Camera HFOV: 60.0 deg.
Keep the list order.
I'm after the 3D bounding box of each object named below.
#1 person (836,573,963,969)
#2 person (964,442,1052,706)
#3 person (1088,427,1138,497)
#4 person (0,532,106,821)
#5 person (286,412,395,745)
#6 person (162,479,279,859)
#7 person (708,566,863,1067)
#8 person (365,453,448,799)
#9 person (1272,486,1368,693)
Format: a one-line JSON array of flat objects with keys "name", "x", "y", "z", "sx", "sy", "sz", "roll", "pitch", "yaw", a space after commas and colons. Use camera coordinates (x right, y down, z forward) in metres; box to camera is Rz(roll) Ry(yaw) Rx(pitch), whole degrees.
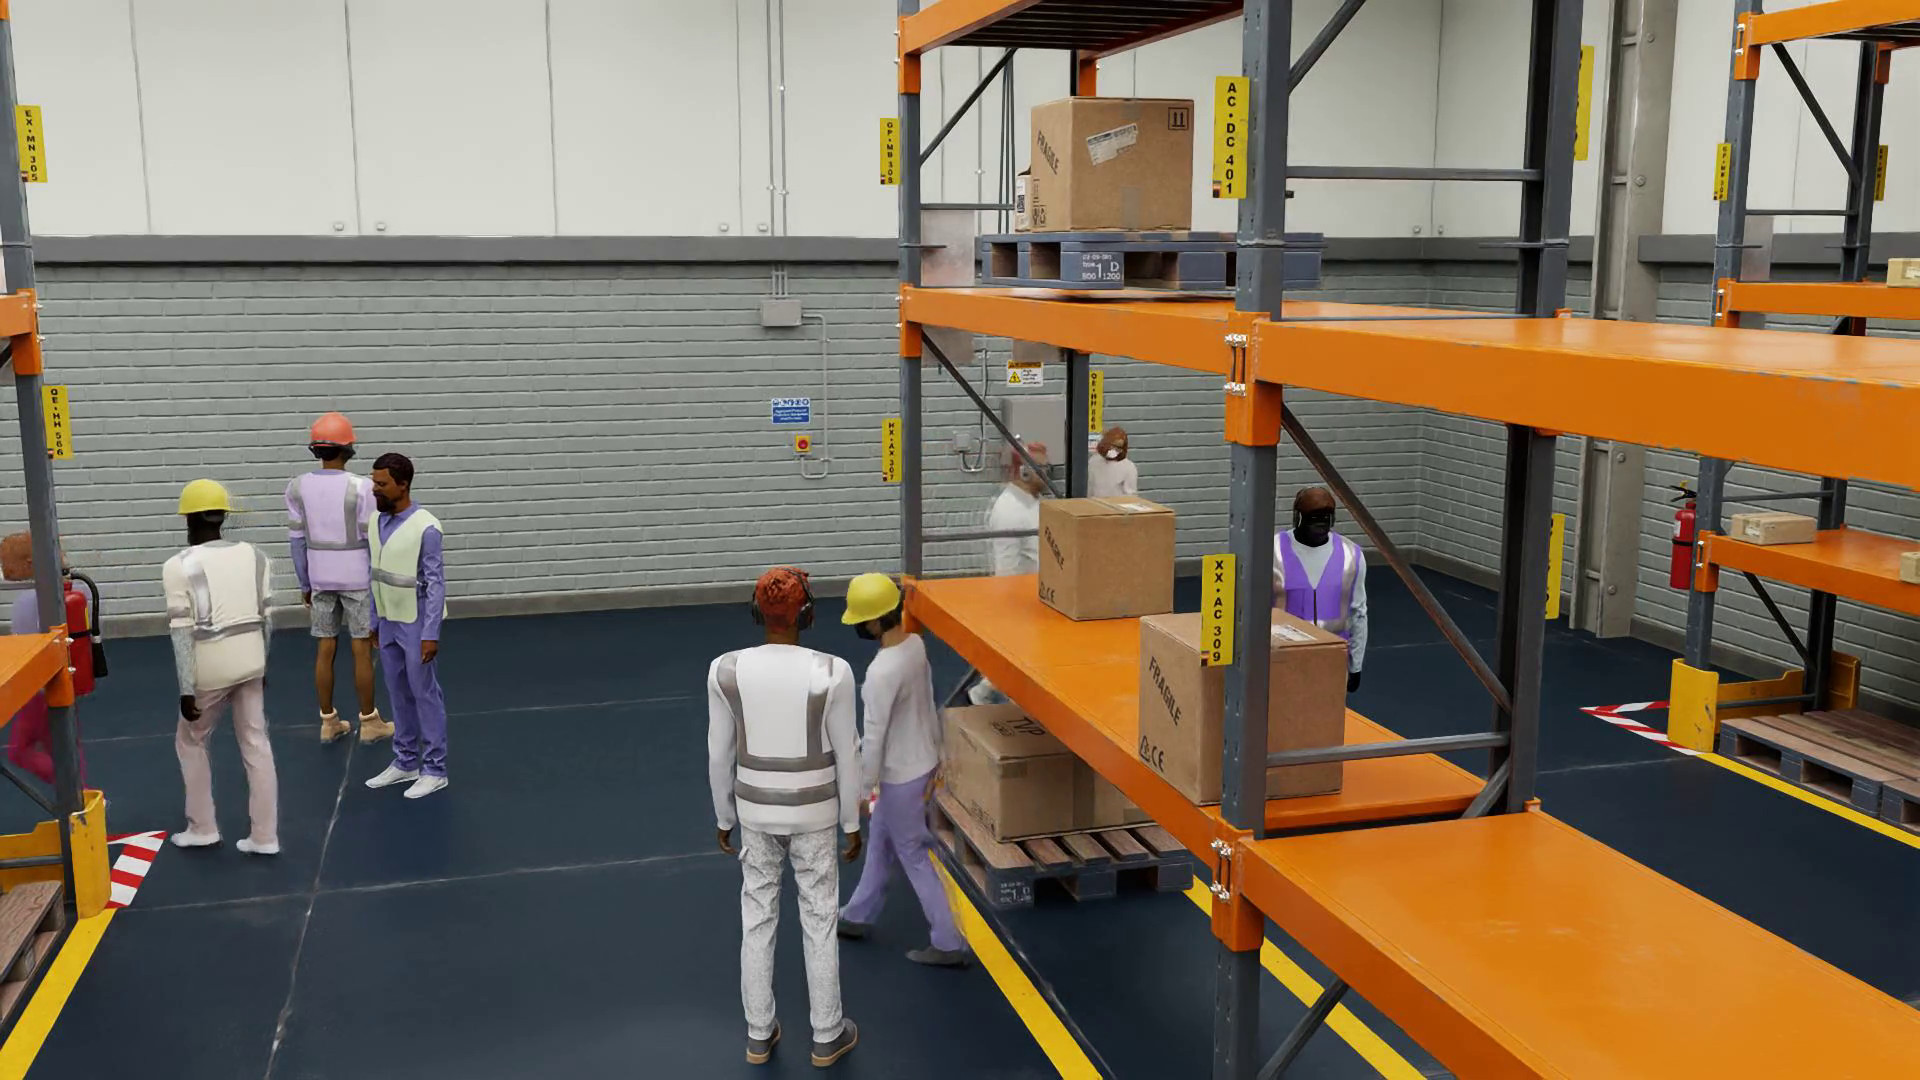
[{"name": "person", "x": -0.338, "y": 0.963, "z": 7.012, "sx": 0.807, "sy": 1.707, "sz": 0.590, "roll": 3, "pitch": 10, "yaw": 16}, {"name": "person", "x": 0.326, "y": 0.349, "z": 9.993, "sx": 0.584, "sy": 1.898, "sz": 0.641, "roll": 4, "pitch": 11, "yaw": 20}, {"name": "person", "x": 1.231, "y": -0.135, "z": 13.582, "sx": 0.393, "sy": 1.611, "sz": 0.571, "roll": -9, "pitch": 14, "yaw": -43}, {"name": "person", "x": -4.653, "y": 0.756, "z": 8.465, "sx": 0.401, "sy": 1.618, "sz": 0.516, "roll": -3, "pitch": 10, "yaw": -14}, {"name": "person", "x": -3.772, "y": 0.242, "z": 10.175, "sx": 0.607, "sy": 2.048, "sz": 0.367, "roll": 1, "pitch": 10, "yaw": 8}, {"name": "person", "x": -3.708, "y": 0.644, "z": 8.320, "sx": 0.733, "sy": 1.887, "sz": 0.599, "roll": 6, "pitch": 12, "yaw": 31}, {"name": "person", "x": -0.637, "y": 1.027, "z": 6.169, "sx": 0.573, "sy": 1.883, "sz": 0.355, "roll": 2, "pitch": 10, "yaw": 9}, {"name": "person", "x": -3.082, "y": 0.465, "z": 9.274, "sx": 0.591, "sy": 1.919, "sz": 0.392, "roll": 7, "pitch": 12, "yaw": 35}, {"name": "person", "x": 1.791, "y": 0.628, "z": 8.594, "sx": 0.628, "sy": 1.837, "sz": 0.429, "roll": 0, "pitch": 10, "yaw": 1}]
